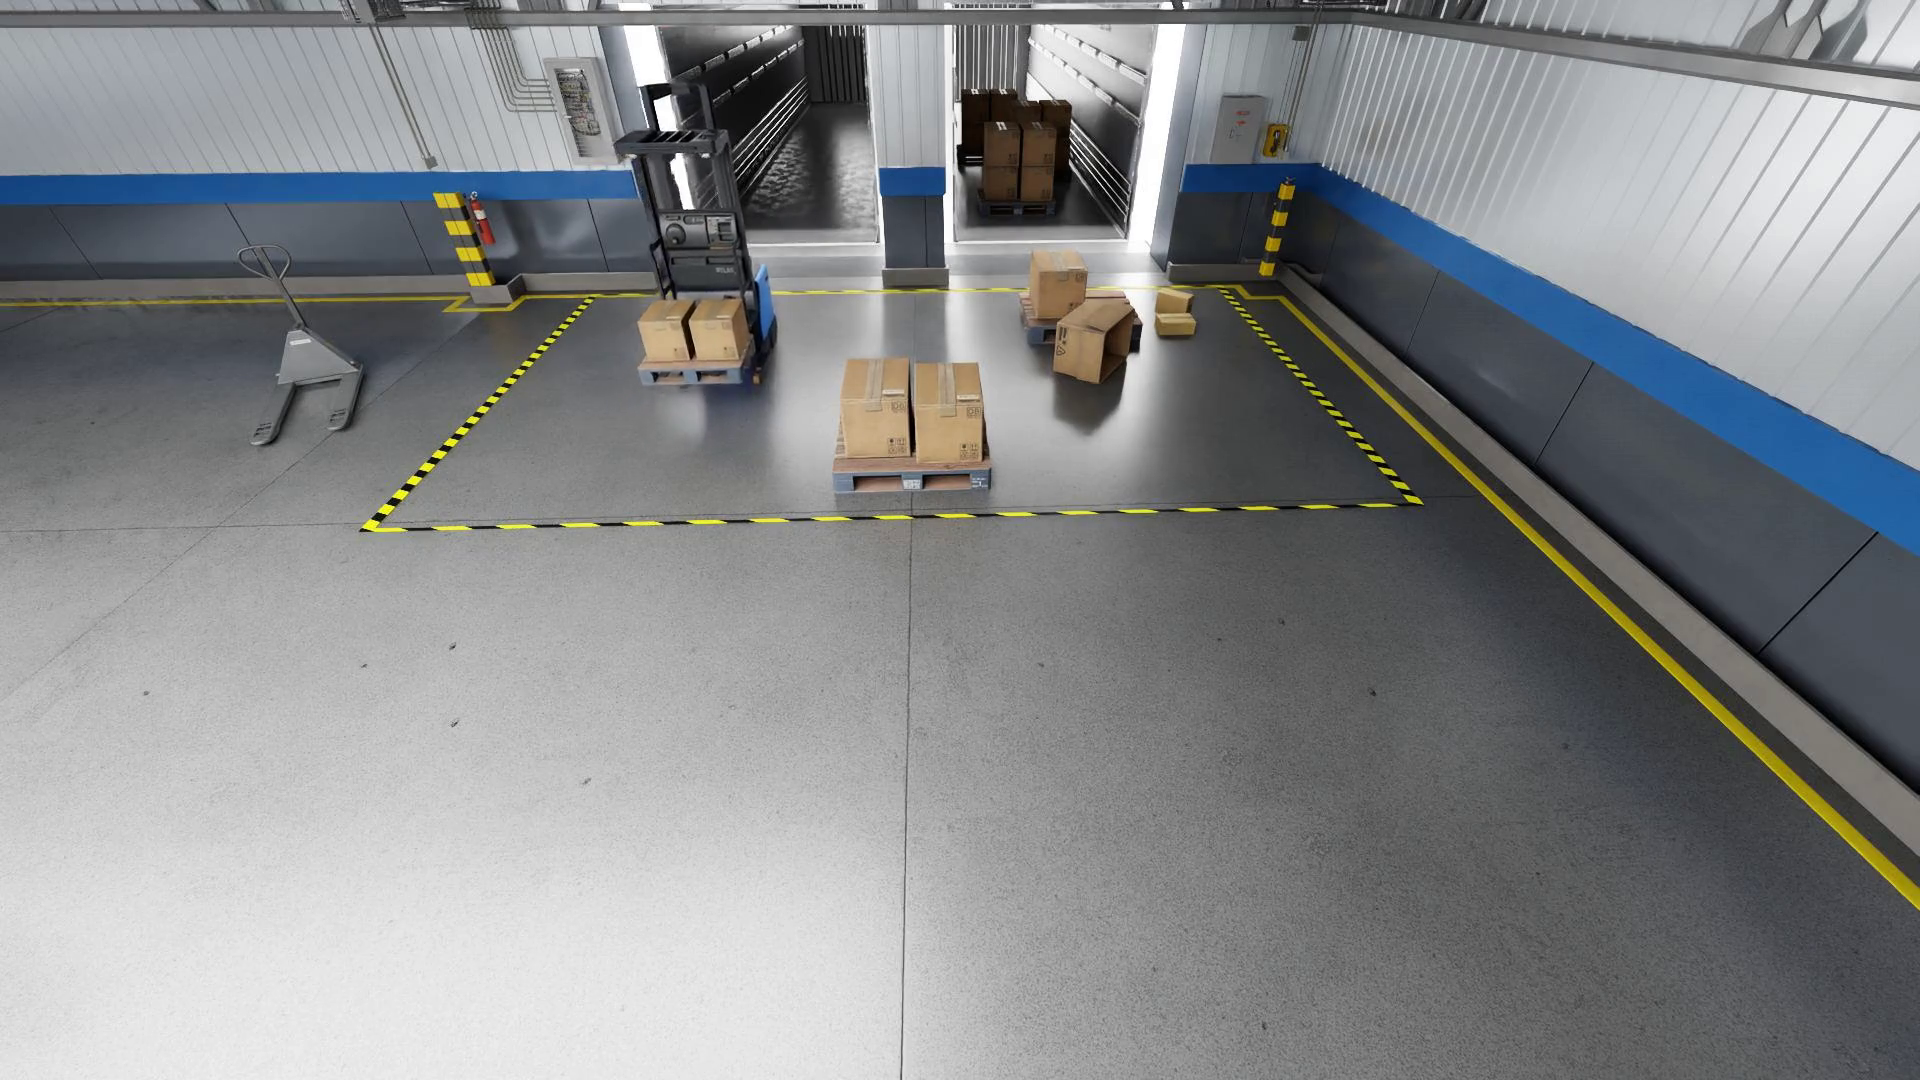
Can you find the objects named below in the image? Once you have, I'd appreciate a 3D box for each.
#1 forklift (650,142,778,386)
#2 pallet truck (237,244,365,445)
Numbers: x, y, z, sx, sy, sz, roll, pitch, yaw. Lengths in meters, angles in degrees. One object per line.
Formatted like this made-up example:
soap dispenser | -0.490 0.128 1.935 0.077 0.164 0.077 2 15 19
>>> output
forklift | -2.317 -2.766 7.023 0.716 2.013 0.776 -2 39 -2
pallet truck | -5.915 -1.733 6.366 0.680 1.201 1.601 -18 42 -21
